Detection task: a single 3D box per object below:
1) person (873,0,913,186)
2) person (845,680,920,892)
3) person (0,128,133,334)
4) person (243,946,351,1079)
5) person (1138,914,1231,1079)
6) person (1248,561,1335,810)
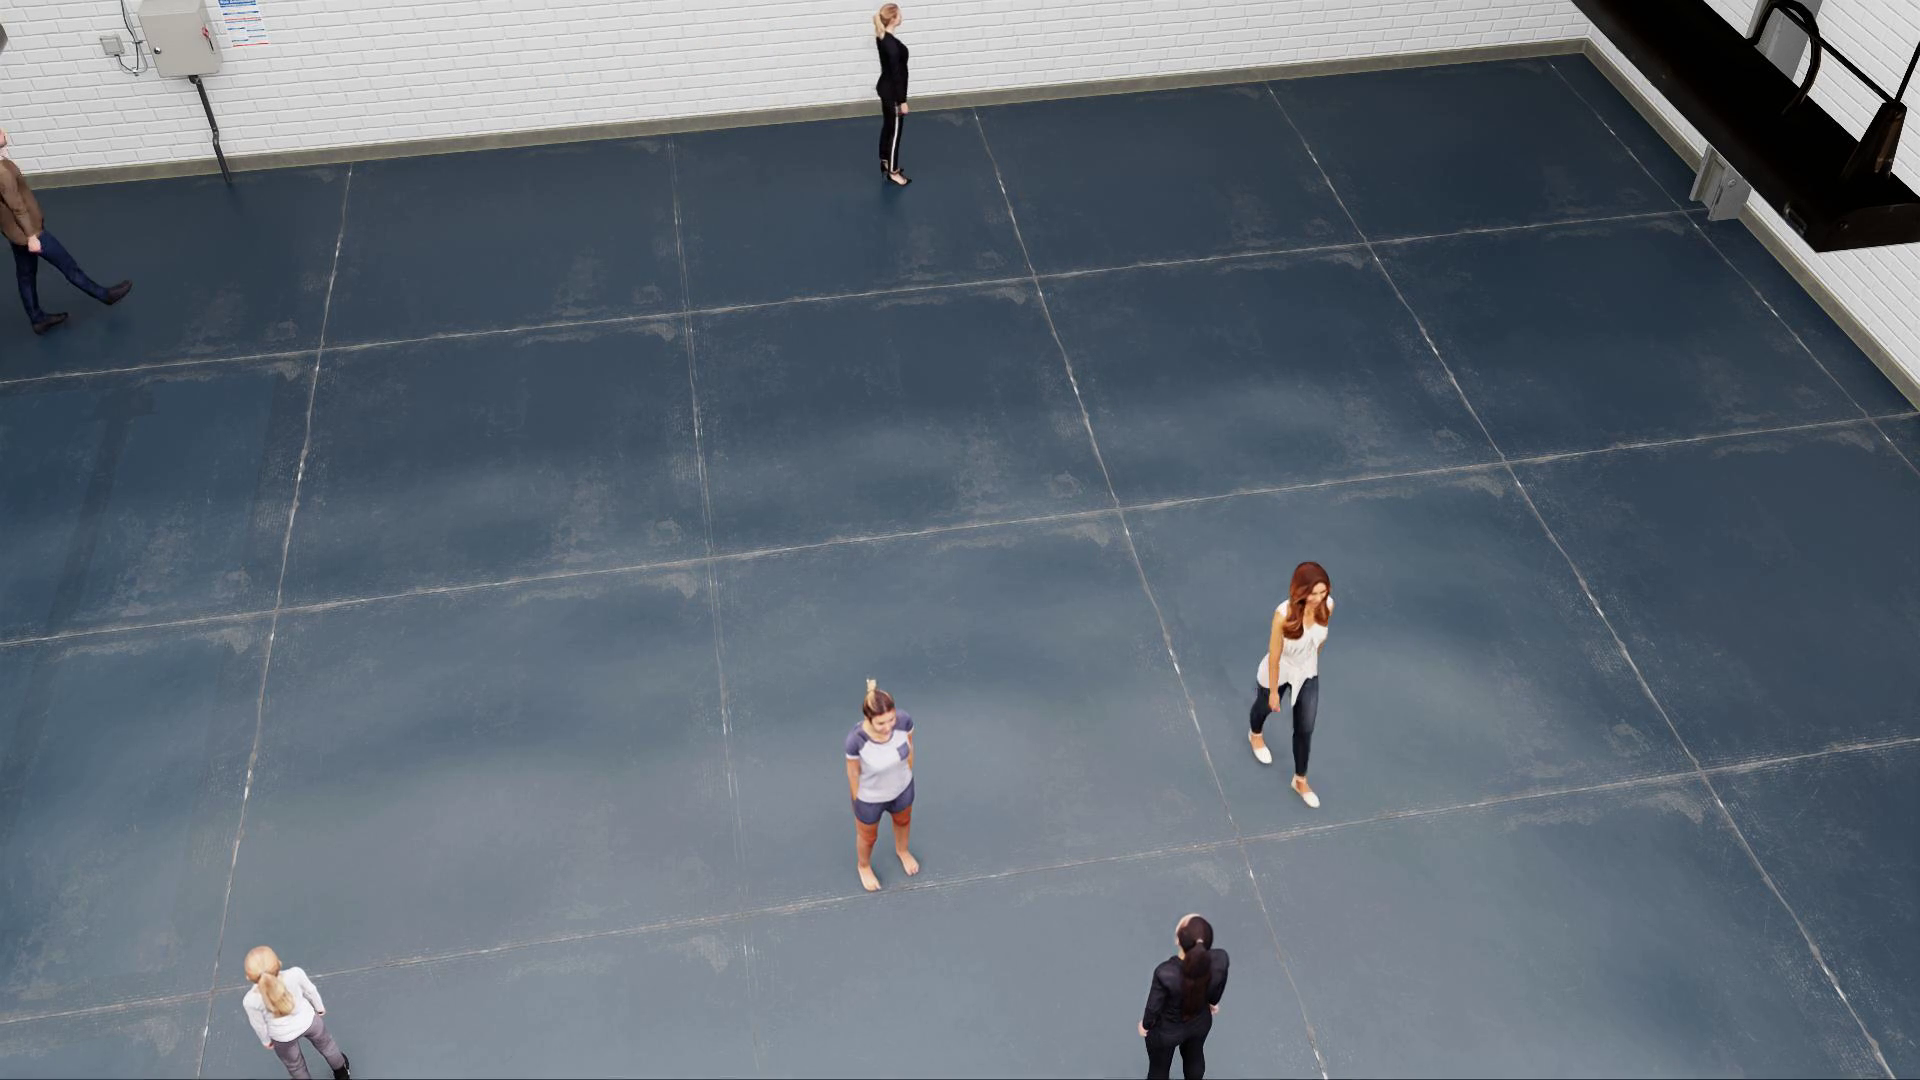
[{"bbox_3d":[-0.632,-3.977,14.874,0.696,1.704,0.515,-14,45,-14],"label":"person"},{"bbox_3d":[-0.437,1.368,9.326,0.627,1.619,0.630,-22,48,-21],"label":"person"},{"bbox_3d":[-7.479,-2.436,13.148,1.080,1.855,1.104,-34,53,-31],"label":"person"},{"bbox_3d":[-3.378,2.459,8.427,0.575,1.279,0.616,-30,51,-28],"label":"person"},{"bbox_3d":[1.088,2.372,8.205,0.609,1.712,0.540,-14,45,-15],"label":"person"},{"bbox_3d":[1.907,0.729,9.897,0.666,1.757,0.962,-12,45,-12],"label":"person"}]
